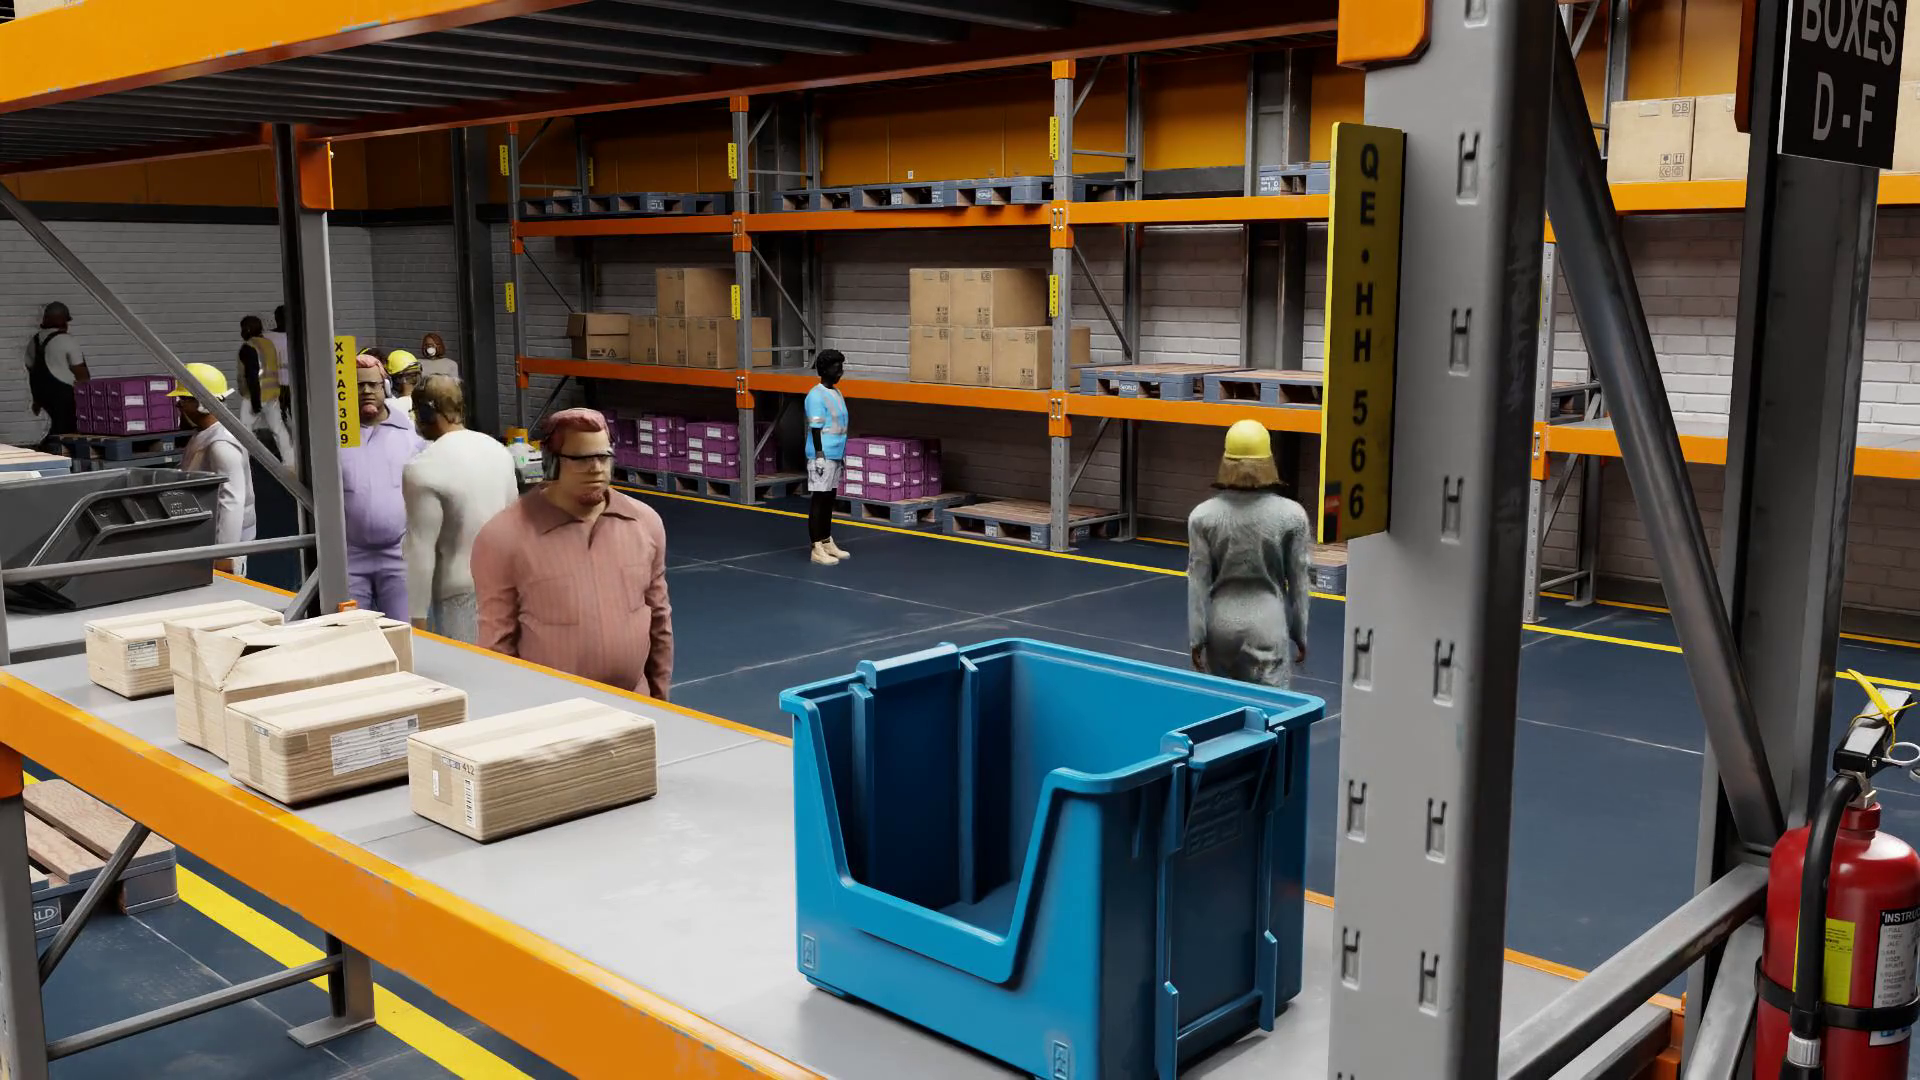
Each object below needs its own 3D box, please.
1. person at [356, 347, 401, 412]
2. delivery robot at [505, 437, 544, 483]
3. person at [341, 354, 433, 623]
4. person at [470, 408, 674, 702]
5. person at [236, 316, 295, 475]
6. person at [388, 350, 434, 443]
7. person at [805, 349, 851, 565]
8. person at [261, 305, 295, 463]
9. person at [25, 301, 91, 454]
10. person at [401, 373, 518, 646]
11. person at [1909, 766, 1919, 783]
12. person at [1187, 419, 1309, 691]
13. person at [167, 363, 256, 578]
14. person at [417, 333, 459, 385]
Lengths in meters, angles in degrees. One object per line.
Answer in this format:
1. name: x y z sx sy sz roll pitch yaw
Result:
1. person: -3.863 -0.341 10.782 0.809 1.832 0.577 5 11 30
2. delivery robot: -4.610 -0.840 17.419 0.477 0.478 0.707 -9 13 -43
3. person: -2.830 0.063 8.029 0.639 1.911 0.406 -5 10 -27
4. person: -1.171 0.535 5.185 0.637 1.899 0.395 -7 12 -38
5. person: -7.884 -1.594 18.559 0.977 1.786 0.647 1 9 4
6. person: -3.778 -0.422 11.468 0.322 1.761 0.522 4 10 21
7. person: -1.042 -0.656 13.100 0.319 1.692 0.533 2 10 15
8. person: -7.889 -1.781 19.399 0.616 1.896 0.575 -4 10 -25
9. person: -9.636 -1.578 17.690 0.683 2.000 0.987 5 10 27
10. person: -2.106 0.215 7.197 1.031 1.887 0.646 3 10 18
11. person: 4.539 0.204 7.445 0.591 1.823 0.405 -8 12 -39
12. person: 1.155 0.372 6.726 0.488 1.718 0.785 2 10 15
13. person: -3.875 0.000 8.644 0.404 1.835 0.587 -6 11 -31
14. person: -5.598 -1.390 17.777 0.499 1.634 0.285 -1 9 -5
